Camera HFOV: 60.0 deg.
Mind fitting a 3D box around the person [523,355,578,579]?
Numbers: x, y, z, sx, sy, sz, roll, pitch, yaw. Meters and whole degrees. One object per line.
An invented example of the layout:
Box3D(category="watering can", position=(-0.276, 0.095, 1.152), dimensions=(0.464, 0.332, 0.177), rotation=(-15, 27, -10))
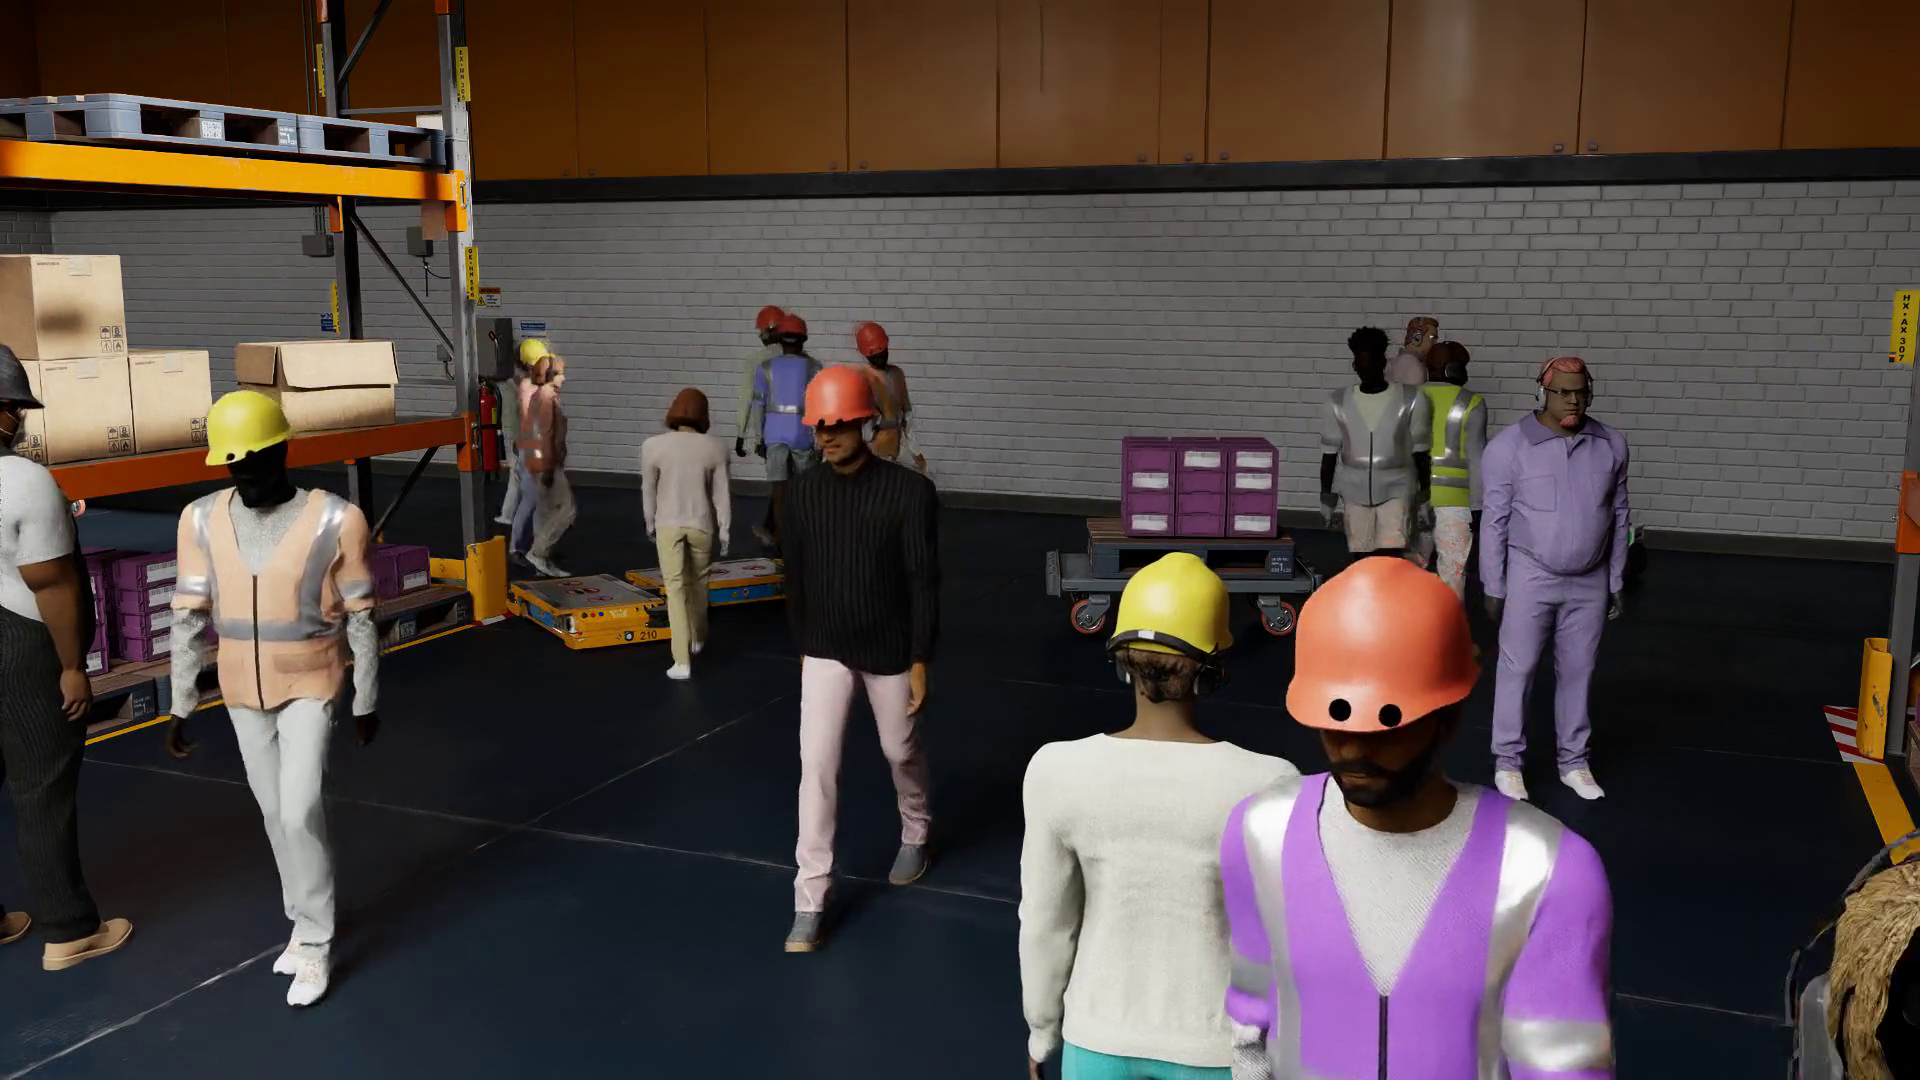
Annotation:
Box3D(category="person", position=(-2.963, -0.519, 12.024), dimensions=(0.361, 1.619, 0.533), rotation=(-4, 10, -21))

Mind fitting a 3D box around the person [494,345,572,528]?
Box3D(category="person", position=(-3.680, -0.882, 14.346), dimensions=(0.875, 1.589, 0.534), rotation=(7, 12, 37))

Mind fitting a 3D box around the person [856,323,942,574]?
Box3D(category="person", position=(-0.537, -0.633, 12.022), dimensions=(0.886, 1.863, 0.544), rotation=(5, 10, 26))

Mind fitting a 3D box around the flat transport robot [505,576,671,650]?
Box3D(category="flat transport robot", position=(-2.323, 0.426, 10.413), dimensions=(0.652, 0.197, 1.431), rotation=(-6, 11, -31))

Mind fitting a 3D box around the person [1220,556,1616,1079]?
Box3D(category="person", position=(0.571, 0.965, 2.256), dimensions=(0.558, 1.884, 0.982), rotation=(4, 10, 25))

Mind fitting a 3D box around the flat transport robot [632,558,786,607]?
Box3D(category="flat transport robot", position=(-1.585, 0.299, 11.179), dimensions=(1.431, 0.197, 0.652), rotation=(-6, 11, -31))

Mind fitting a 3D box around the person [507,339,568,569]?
Box3D(category="person", position=(-3.234, -0.660, 12.589), dimensions=(0.417, 1.733, 0.629), rotation=(0, 9, 2))

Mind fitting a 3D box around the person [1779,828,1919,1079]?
Box3D(category="person", position=(0.638, 1.127, 1.185), dimensions=(0.633, 1.927, 0.425), rotation=(7, 12, 37))

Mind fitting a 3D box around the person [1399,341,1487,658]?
Box3D(category="person", position=(2.775, -0.228, 9.634), dimensions=(0.430, 1.841, 0.624), rotation=(-9, 13, -42))

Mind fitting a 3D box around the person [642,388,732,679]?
Box3D(category="person", position=(-1.524, -0.054, 9.335), dimensions=(0.485, 1.577, 0.864), rotation=(-3, 10, -17))

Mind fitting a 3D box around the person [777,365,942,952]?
Box3D(category="person", position=(-0.327, 0.358, 5.797), dimensions=(0.613, 1.948, 1.016), rotation=(2, 10, 13))

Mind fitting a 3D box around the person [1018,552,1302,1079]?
Box3D(category="person", position=(0.368, 0.901, 3.012), dimensions=(0.525, 1.769, 0.327), rotation=(3, 10, 17))

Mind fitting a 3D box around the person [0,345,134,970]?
Box3D(category="person", position=(-3.086, 0.368, 5.410), dimensions=(0.672, 2.000, 0.536), rotation=(2, 10, 13))

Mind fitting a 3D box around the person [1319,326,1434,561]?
Box3D(category="person", position=(2.341, -0.243, 9.445), dimensions=(0.629, 1.925, 0.758), rotation=(5, 11, 27))

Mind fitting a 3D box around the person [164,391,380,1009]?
Box3D(category="person", position=(-2.140, 0.489, 5.145), dimensions=(0.585, 1.888, 0.713), rotation=(1, 9, 4))

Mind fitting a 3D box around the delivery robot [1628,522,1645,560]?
Box3D(category="delivery robot", position=(4.565, -0.037, 12.077), dimensions=(0.707, 0.478, 0.477), rotation=(7, 12, 38))

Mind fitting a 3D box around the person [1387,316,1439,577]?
Box3D(category="person", position=(3.325, -0.674, 12.155), dimensions=(0.406, 1.902, 0.636), rotation=(1, 9, 3))

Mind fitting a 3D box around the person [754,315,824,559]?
Box3D(category="person", position=(-1.312, -0.780, 12.836), dimensions=(0.575, 1.875, 0.965), rotation=(0, 9, 0))

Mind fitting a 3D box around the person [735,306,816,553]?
Box3D(category="person", position=(-1.485, -0.862, 13.142), dimensions=(0.643, 1.939, 1.007), rotation=(-7, 12, -37))

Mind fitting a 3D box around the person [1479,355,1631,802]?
Box3D(category="person", position=(2.522, 0.172, 7.046), dimensions=(0.636, 1.900, 0.404), rotation=(-1, 9, -4))
